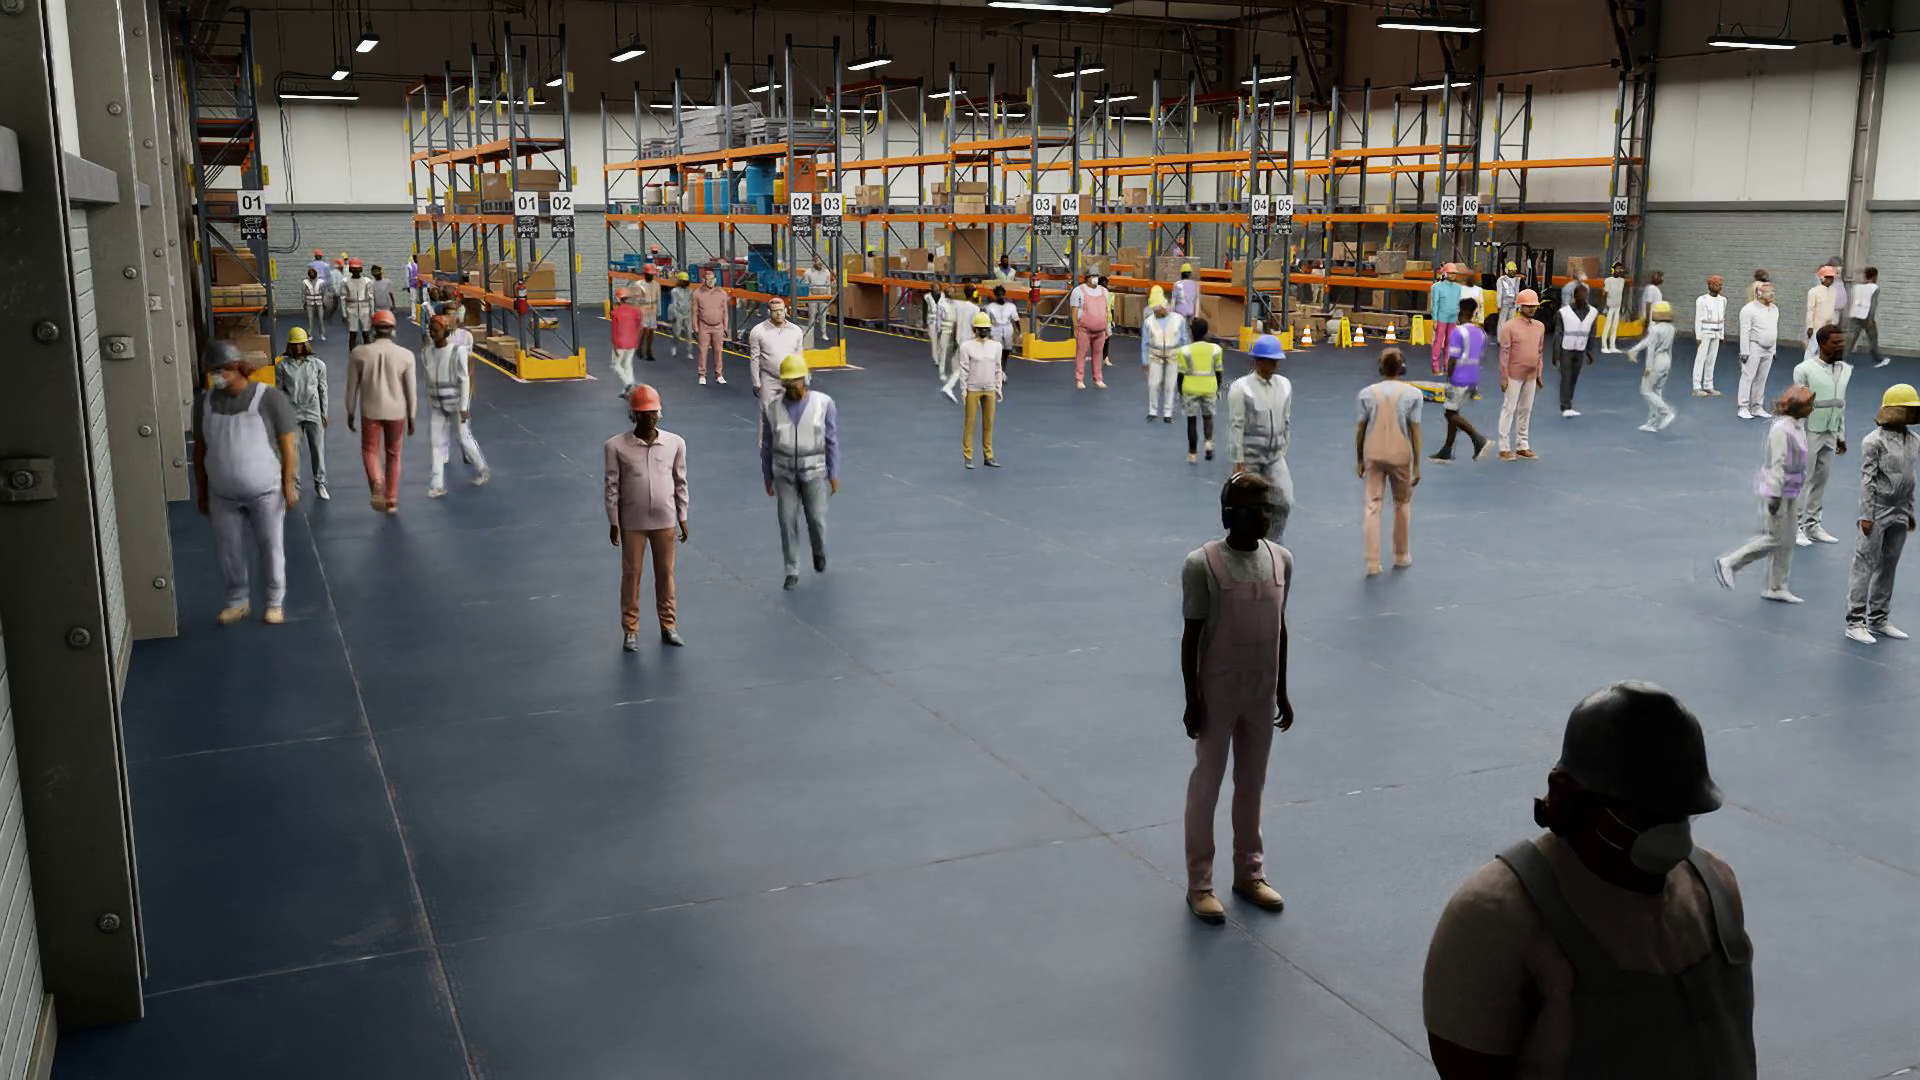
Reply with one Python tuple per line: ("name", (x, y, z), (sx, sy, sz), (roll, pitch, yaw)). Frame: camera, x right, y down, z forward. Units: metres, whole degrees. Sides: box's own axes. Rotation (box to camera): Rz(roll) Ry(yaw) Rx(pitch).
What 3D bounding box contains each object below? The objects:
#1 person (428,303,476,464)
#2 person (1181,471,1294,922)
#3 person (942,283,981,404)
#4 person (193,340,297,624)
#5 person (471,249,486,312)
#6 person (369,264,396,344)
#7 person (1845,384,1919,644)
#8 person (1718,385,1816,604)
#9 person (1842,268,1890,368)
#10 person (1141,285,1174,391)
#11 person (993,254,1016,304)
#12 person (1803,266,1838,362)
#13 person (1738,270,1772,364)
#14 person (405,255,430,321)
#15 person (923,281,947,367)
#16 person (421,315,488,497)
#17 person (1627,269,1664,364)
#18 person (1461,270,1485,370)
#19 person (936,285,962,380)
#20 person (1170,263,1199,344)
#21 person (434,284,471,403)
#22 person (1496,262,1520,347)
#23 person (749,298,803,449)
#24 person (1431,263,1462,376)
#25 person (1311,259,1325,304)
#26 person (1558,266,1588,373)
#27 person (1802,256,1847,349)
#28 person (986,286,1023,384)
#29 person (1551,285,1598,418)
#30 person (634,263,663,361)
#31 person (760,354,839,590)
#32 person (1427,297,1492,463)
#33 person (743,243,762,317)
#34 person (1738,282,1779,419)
("person", (-5.834, -1.792, 19.135), (0.506, 1.847, 0.345), (-5, 12, -23))
("person", (1.139, 0.633, 6.811), (0.506, 1.847, 0.345), (-5, 12, -23))
("person", (0.051, -2.920, 24.887), (0.582, 1.841, 0.581), (-11, 15, -44))
("person", (-5.000, -0.410, 11.613), (0.715, 2.000, 0.553), (-1, 11, -4))
("person", (-14.029, -7.527, 48.281), (0.565, 1.846, 0.389), (-5, 12, -23))
("person", (-11.777, -4.691, 33.894), (0.524, 1.844, 0.410), (-1, 11, -7))
("person", (6.248, -0.178, 11.189), (0.487, 1.746, 0.289), (-5, 12, -23))
("person", (6.024, -0.344, 12.338), (0.509, 1.616, 0.533), (9, 15, 40))
("person", (16.853, -4.114, 30.902), (1.035, 1.854, 0.609), (-3, 12, -17))
("person", (3.128, -3.154, 26.276), (0.539, 1.750, 0.578), (2, 11, 11))
("person", (1.022, -5.674, 38.680), (0.590, 1.919, 0.391), (-5, 12, -23))
("person", (14.399, -3.575, 27.810), (0.612, 1.997, 0.375), (-5, 12, -23))
("person", (15.072, -4.189, 31.441), (0.431, 1.810, 0.699), (1, 11, 6))
("person", (-14.504, -6.787, 44.534), (0.625, 1.844, 0.429), (-5, 12, -23))
("person", (-0.439, -4.113, 31.569), (0.529, 1.595, 0.847), (-2, 11, -12))
("person", (-5.253, -1.403, 17.167), (0.574, 1.856, 0.909), (3, 12, 16))
("person", (12.914, -4.144, 31.136), (0.555, 1.830, 0.514), (7, 13, 31))
("person", (9.416, -4.077, 30.796), (0.591, 1.835, 0.970), (-4, 12, -20))
("person", (-0.173, -3.594, 28.806), (0.515, 1.645, 0.309), (-5, 12, -23))
("person", (4.454, -4.503, 32.801), (0.585, 1.891, 0.955), (-6, 13, -29))
("person", (-7.682, -2.943, 25.079), (0.588, 1.804, 0.492), (5, 12, 23))
("person", (11.812, -5.065, 35.802), (0.591, 1.833, 0.403), (-5, 12, -23))
("person", (-2.088, -1.822, 19.134), (0.641, 1.908, 0.407), (-5, 12, -23))
("person", (8.640, -3.911, 29.526), (0.612, 1.995, 0.382), (-5, 12, -23))
("person", (9.769, -6.826, 45.260), (0.500, 1.633, 0.279), (-5, 12, -23))
("person", (11.027, -3.951, 29.950), (0.655, 1.925, 0.404), (-8, 14, -36))
("person", (17.694, -4.789, 33.871), (0.684, 2.000, 0.659), (-9, 15, -40))
("person", (0.743, -3.498, 28.335), (0.611, 1.641, 0.893), (-1, 11, -5))
("person", (8.673, -2.654, 23.498), (0.594, 1.877, 0.692), (-2, 11, -10))
("person", (-6.048, -4.423, 32.351), (0.551, 1.912, 0.491), (-11, 15, -44))
("person", (-1.236, -0.538, 12.839), (0.608, 1.812, 0.521), (1, 11, 3))
("person", (5.813, -1.824, 19.080), (0.655, 1.925, 0.692), (-11, 15, -43))
("person", (-5.709, -7.173, 45.979), (0.608, 2.044, 0.378), (-5, 12, -23))
("person", (11.244, -2.660, 23.379), (0.641, 1.913, 0.407), (-5, 12, -23))
